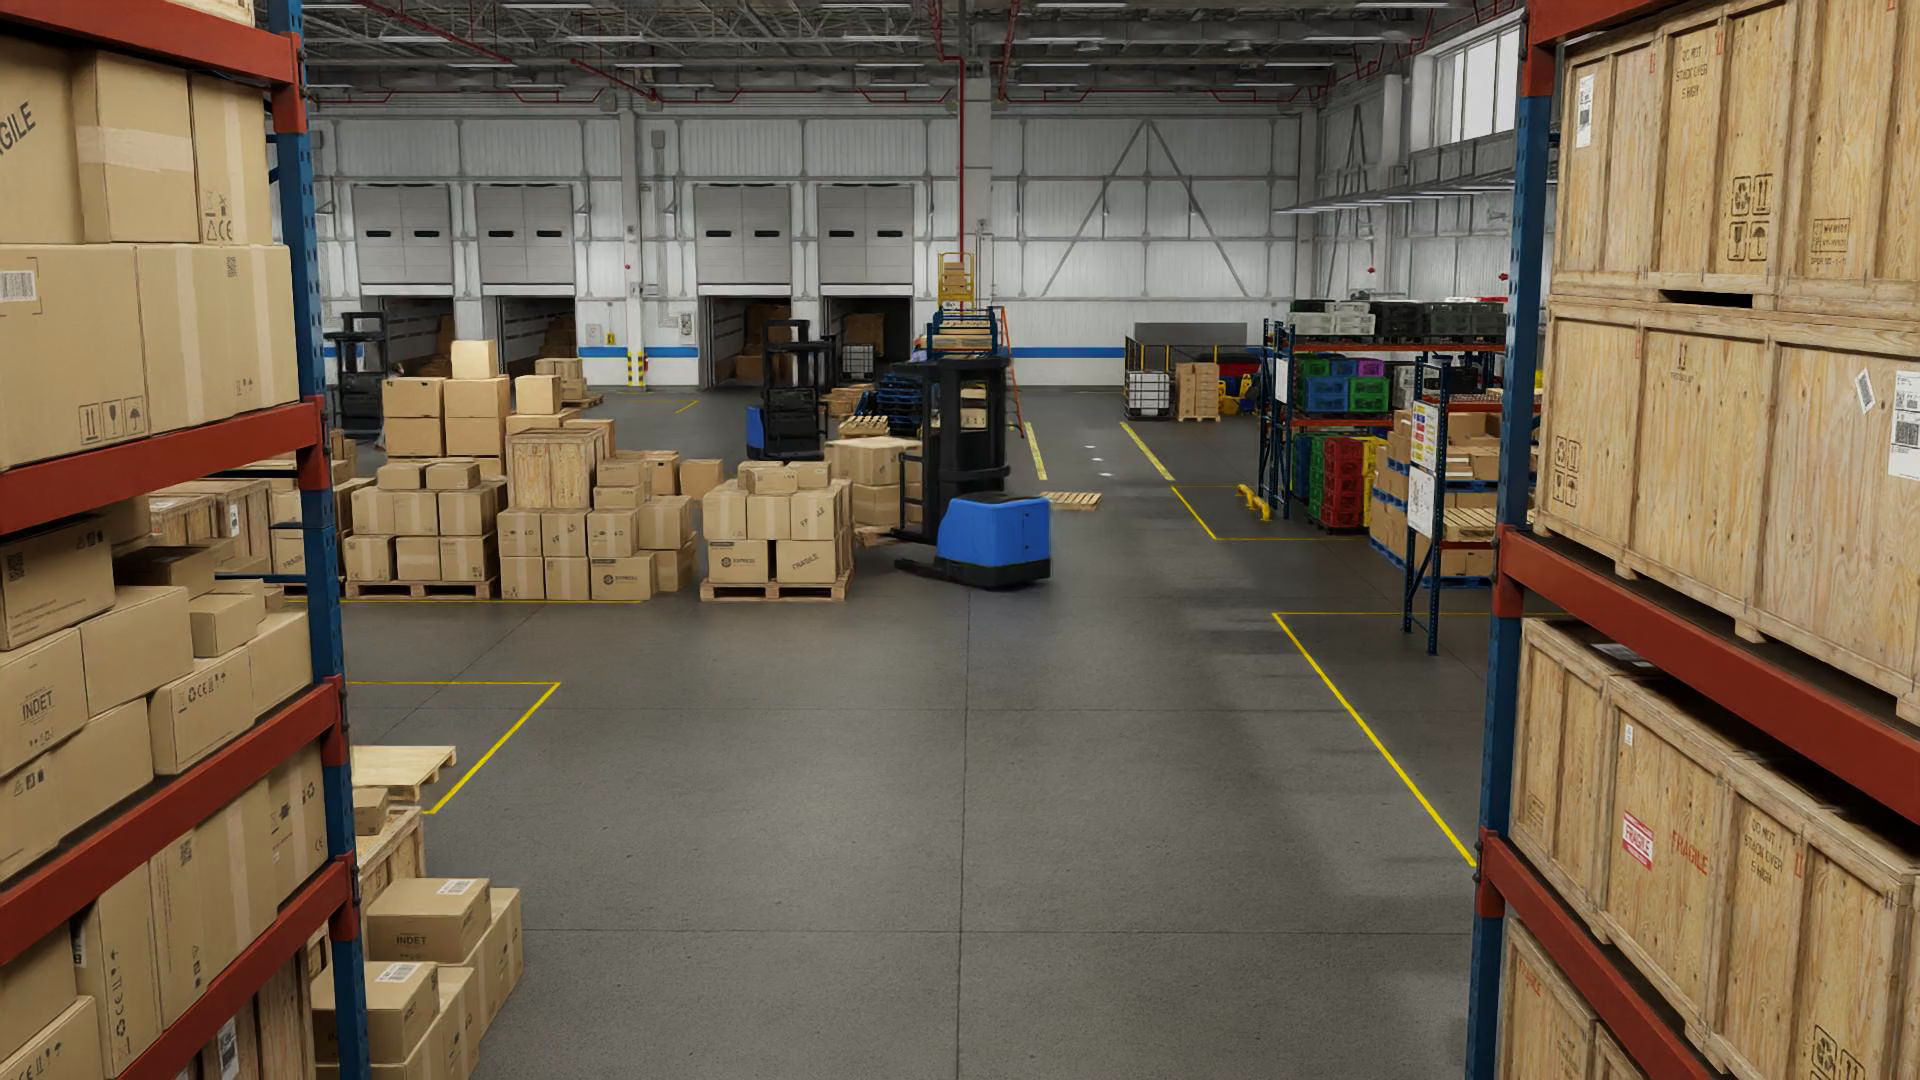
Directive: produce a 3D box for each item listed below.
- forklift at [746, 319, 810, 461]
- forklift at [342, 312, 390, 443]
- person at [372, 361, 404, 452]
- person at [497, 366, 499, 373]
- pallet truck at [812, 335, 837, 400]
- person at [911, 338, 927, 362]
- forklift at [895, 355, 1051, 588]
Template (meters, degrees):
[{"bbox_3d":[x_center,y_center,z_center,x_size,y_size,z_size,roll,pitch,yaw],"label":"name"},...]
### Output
[{"bbox_3d":[-3.403,-2.904,32.456,1.129,2.768,1.873,-5,11,-27],"label":"forklift"},{"bbox_3d":[-12.964,-3.605,36.499,1.129,2.768,1.873,0,10,1],"label":"forklift"},{"bbox_3d":[-11.752,-2.771,34.563,1.005,1.899,0.636,-3,10,-19],"label":"person"},{"bbox_3d":[-10.806,-3.214,37.993,0.862,1.582,0.519,0,10,-3],"label":"person"},{"bbox_3d":[-3.021,-4.312,43.126,1.885,1.965,0.823,3,10,17],"label":"pallet truck"},{"bbox_3d":[-1.114,-4.272,43.131,0.572,1.910,0.783,-8,13,-40],"label":"person"},{"bbox_3d":[0.180,-0.927,21.049,1.129,2.768,1.873,-8,13,-39],"label":"forklift"}]
